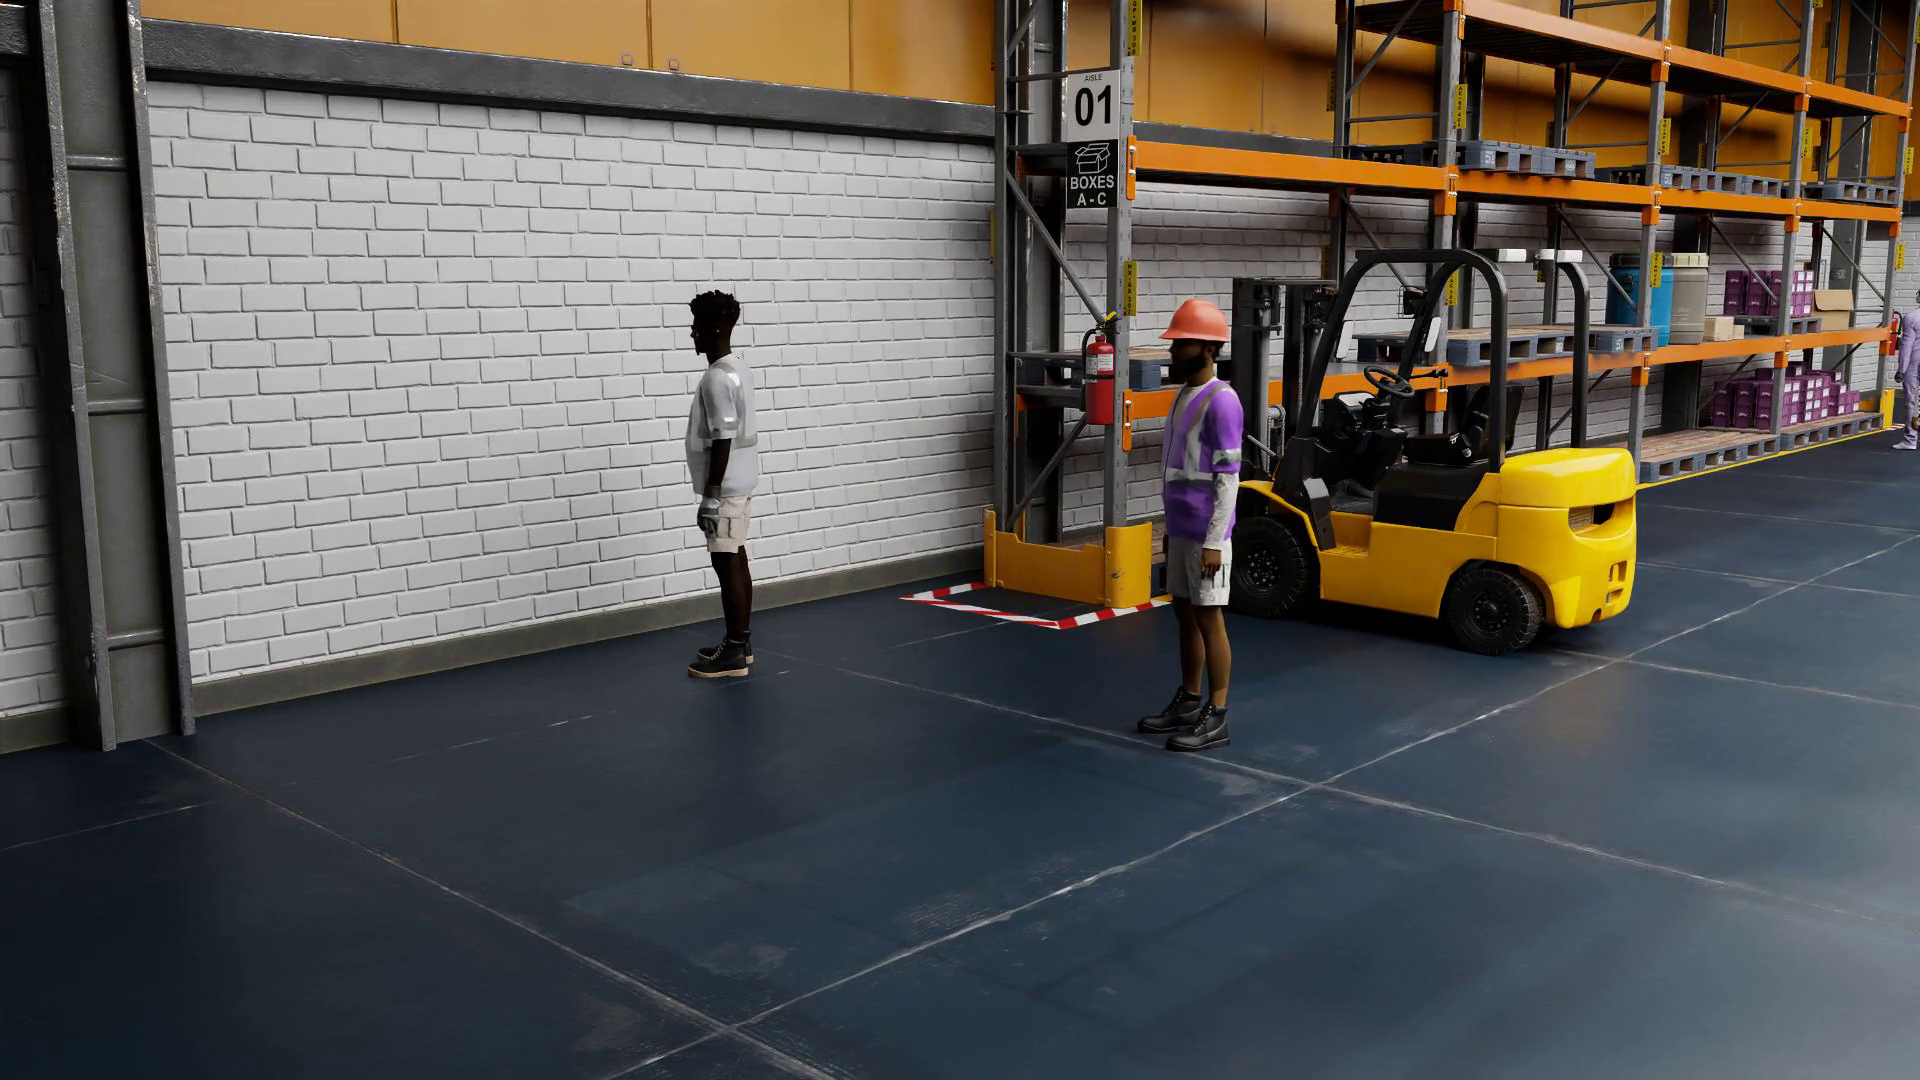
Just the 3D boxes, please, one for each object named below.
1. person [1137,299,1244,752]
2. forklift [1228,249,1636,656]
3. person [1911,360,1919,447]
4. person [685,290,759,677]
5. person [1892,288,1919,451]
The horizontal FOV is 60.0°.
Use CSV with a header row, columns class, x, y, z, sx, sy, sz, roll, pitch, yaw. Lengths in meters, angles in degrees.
class,x,y,z,sx,sy,sz,roll,pitch,yaw
person,1.007,-0.062,7.192,0.348,1.942,0.548,-3,10,-16
forklift,2.710,-0.584,9.626,2.313,2.155,1.214,9,13,43
person,7.998,-1.057,13.367,0.541,1.919,0.778,2,9,11
person,-1.217,-0.285,8.490,0.367,1.966,0.604,0,9,2
person,10.991,-1.968,19.002,0.642,1.905,0.399,-1,9,-5
